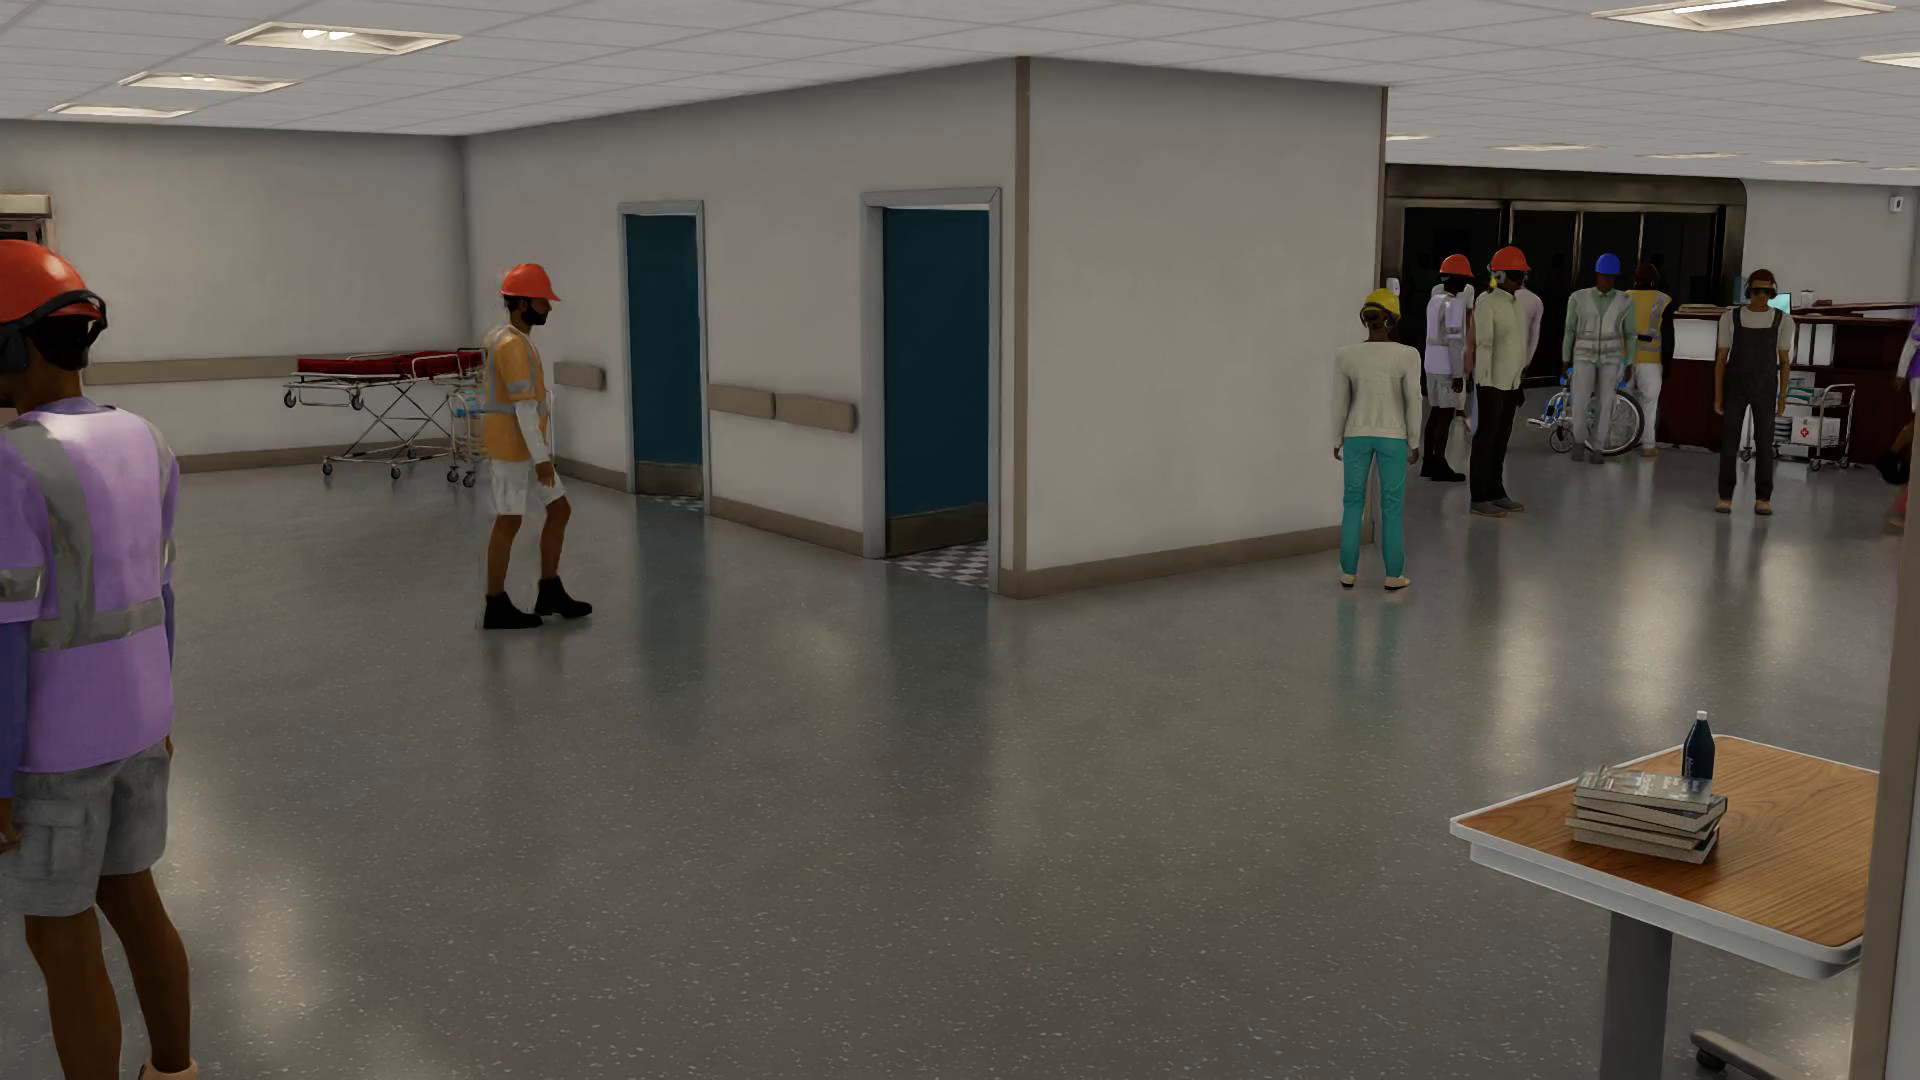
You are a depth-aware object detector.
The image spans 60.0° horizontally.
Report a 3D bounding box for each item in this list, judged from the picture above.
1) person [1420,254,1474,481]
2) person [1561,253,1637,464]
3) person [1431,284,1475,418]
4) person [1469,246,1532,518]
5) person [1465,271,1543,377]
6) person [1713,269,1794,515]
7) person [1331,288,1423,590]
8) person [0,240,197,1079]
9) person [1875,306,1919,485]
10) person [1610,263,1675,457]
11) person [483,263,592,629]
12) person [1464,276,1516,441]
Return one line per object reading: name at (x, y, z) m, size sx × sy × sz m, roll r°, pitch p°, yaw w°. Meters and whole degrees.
person at (4.173, -1.466, 14.220) m, size 0.389 × 1.928 × 0.550 m, roll -1°, pitch 10°, yaw -5°
person at (5.843, -1.646, 15.213) m, size 0.634 × 1.924 × 0.448 m, roll 3°, pitch 10°, yaw 15°
person at (5.697, -2.349, 19.317) m, size 0.521 × 1.874 × 0.328 m, roll 1°, pitch 10°, yaw 7°
person at (4.026, -1.174, 12.387) m, size 0.376 × 1.995 × 0.612 m, roll 9°, pitch 14°, yaw 41°
person at (5.327, -1.793, 16.309) m, size 0.667 × 1.845 × 0.842 m, roll 5°, pitch 11°, yaw 28°
person at (5.909, -1.100, 12.439) m, size 0.505 × 1.837 × 0.345 m, roll 5°, pitch 11°, yaw 25°
person at (2.439, -0.584, 9.750) m, size 0.523 × 1.760 × 0.327 m, roll 5°, pitch 11°, yaw 24°
person at (-1.880, 0.397, 3.512) m, size 0.409 × 2.029 × 0.612 m, roll 1°, pitch 10°, yaw 4°
person at (8.069, -1.359, 13.736) m, size 0.591 × 1.885 × 0.596 m, roll -5°, pitch 11°, yaw -24°
person at (6.461, -1.705, 15.837) m, size 0.647 × 1.835 × 0.431 m, roll 8°, pitch 13°, yaw 39°
person at (-2.217, -0.474, 8.706) m, size 0.703 × 1.913 × 0.571 m, roll -1°, pitch 10°, yaw -6°
person at (5.071, -1.705, 16.033) m, size 0.553 × 1.748 × 0.549 m, roll -4°, pitch 11°, yaw -21°
